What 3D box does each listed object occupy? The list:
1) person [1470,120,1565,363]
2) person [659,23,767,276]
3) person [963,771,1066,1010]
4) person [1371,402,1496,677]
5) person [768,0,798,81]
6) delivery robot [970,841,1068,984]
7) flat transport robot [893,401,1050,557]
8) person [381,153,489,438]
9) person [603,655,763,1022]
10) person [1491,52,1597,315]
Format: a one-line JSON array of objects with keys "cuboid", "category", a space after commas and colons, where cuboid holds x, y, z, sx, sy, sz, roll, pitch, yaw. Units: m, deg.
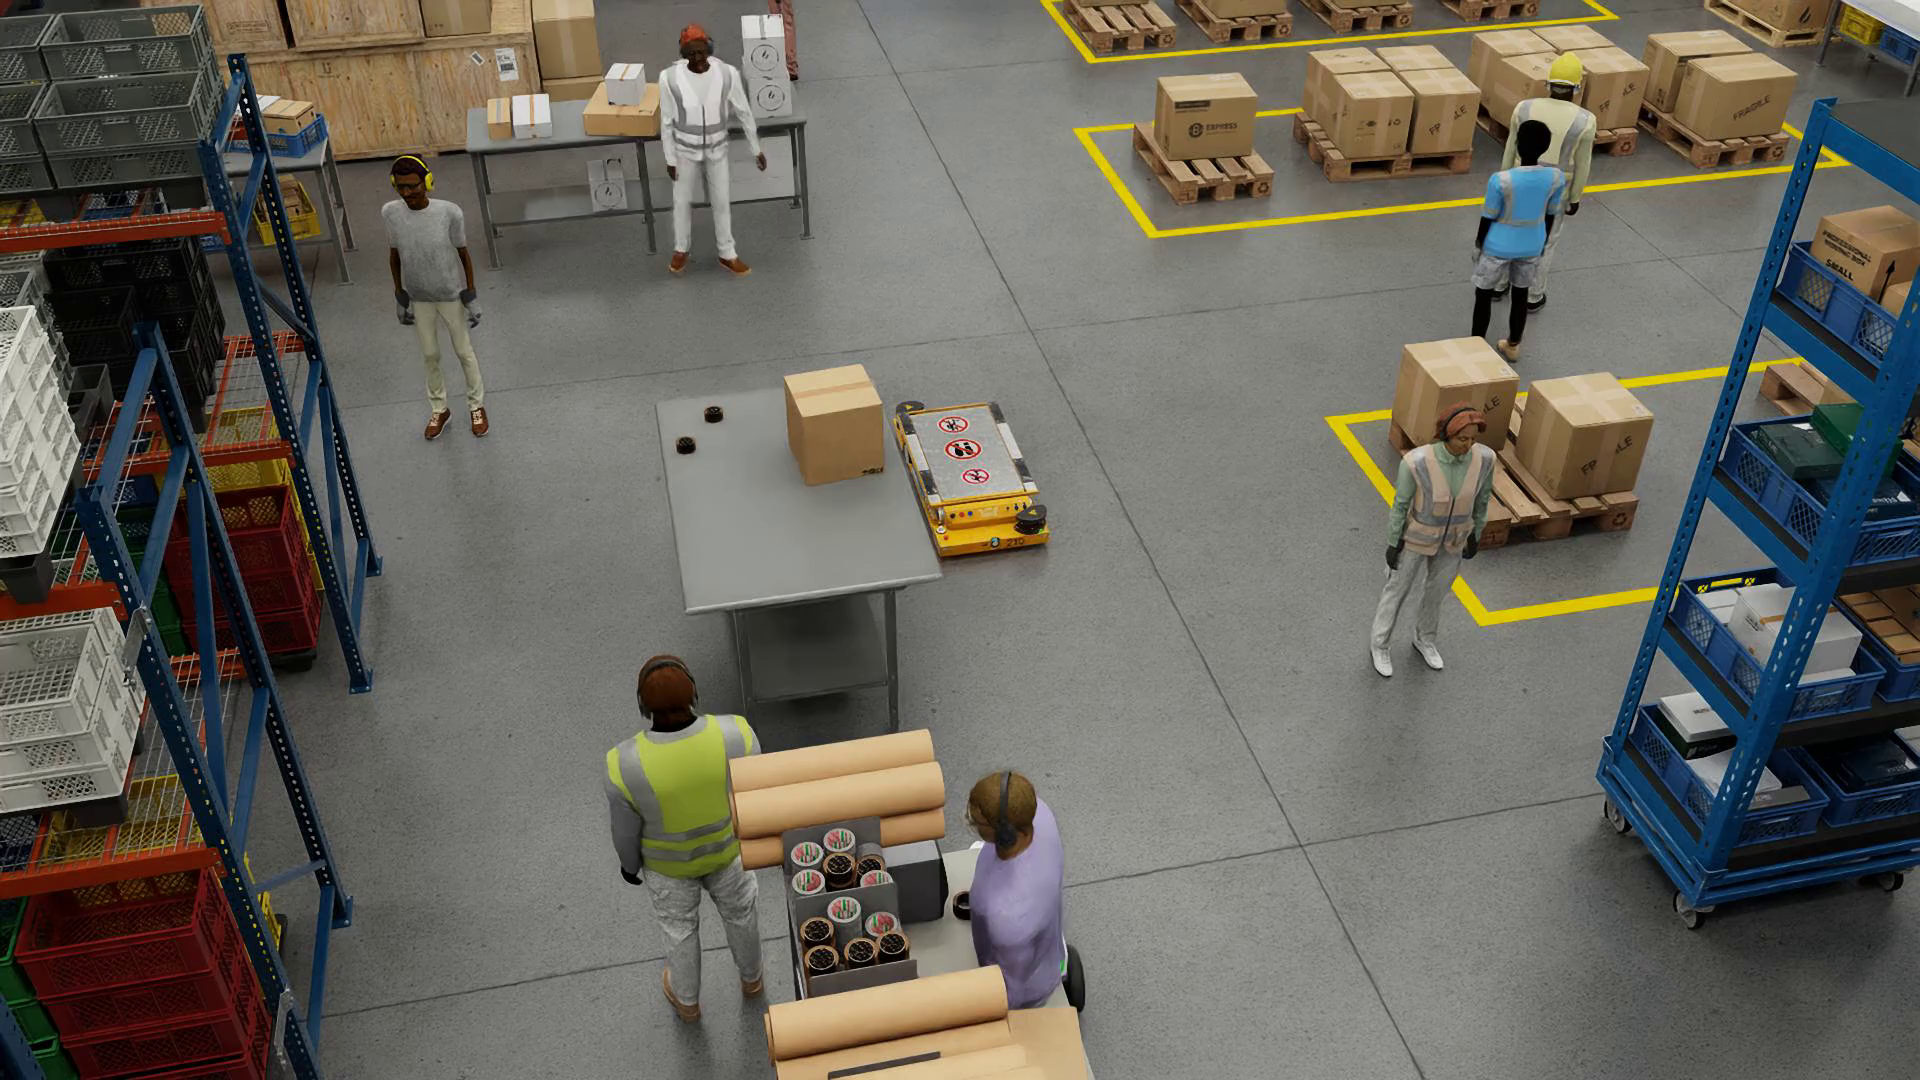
[{"cuboid": [3.633, -1.933, 10.951, 0.540, 1.690, 0.319, -5, 37, -7], "category": "person"}, {"cuboid": [-1.795, -2.799, 11.952, 0.772, 1.888, 0.432, -10, 38, -13], "category": "person"}, {"cuboid": [0.194, 1.565, 6.052, 0.366, 1.931, 0.628, 6, 37, 8], "category": "person"}, {"cuboid": [2.387, 0.006, 8.396, 0.516, 1.632, 0.315, -5, 37, -7], "category": "person"}, {"cuboid": [-1.679, -5.132, 15.080, 0.400, 1.900, 0.650, -3, 37, -4], "category": "person"}, {"cuboid": [0.234, 1.591, 7.081, 0.477, 0.478, 0.707, -5, 37, -6], "category": "delivery robot"}, {"cuboid": [0.046, -0.430, 10.108, 0.652, 0.197, 1.431, -8, 37, -10], "category": "flat transport robot"}, {"cuboid": [-3.205, -1.479, 10.187, 0.520, 1.873, 0.328, -2, 37, -3], "category": "person"}, {"cuboid": [-1.066, 1.198, 6.620, 0.619, 1.838, 0.430, -14, 39, -18], "category": "person"}, {"cuboid": [4.056, -2.478, 11.573, 0.590, 1.827, 0.403, 25, 43, 30], "category": "person"}]
